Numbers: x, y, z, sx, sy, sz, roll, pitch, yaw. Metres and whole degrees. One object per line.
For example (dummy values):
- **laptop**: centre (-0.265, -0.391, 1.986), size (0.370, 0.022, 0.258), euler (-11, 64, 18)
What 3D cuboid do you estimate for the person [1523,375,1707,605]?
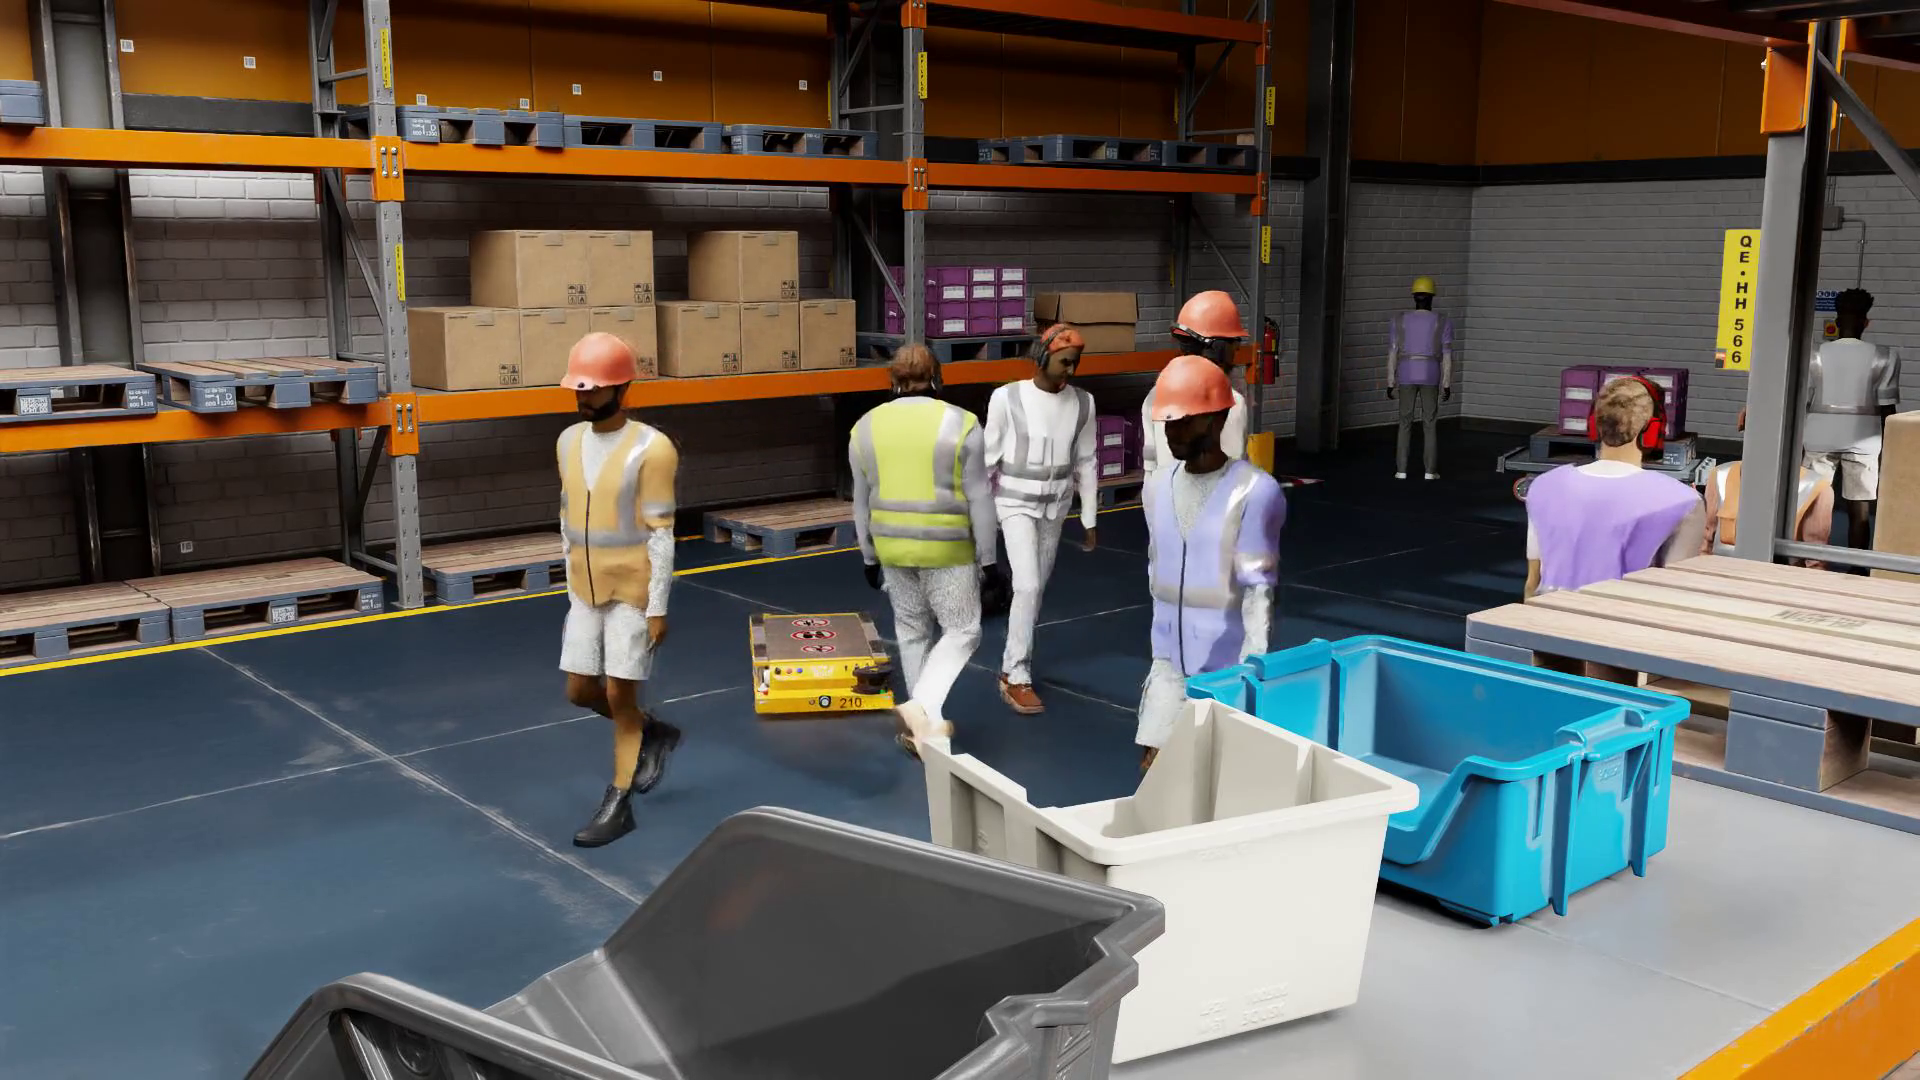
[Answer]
- **person**: centre (1.983, 0.415, 5.156), size (0.390, 1.834, 0.564), euler (-8, 13, -39)

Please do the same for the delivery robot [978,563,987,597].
- **delivery robot**: centre (-0.061, 0.171, 9.830), size (0.477, 0.478, 0.707), euler (4, 11, 22)

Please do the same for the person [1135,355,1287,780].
- **person**: centre (0.845, 0.348, 5.358), size (0.547, 1.904, 0.897), euler (9, 14, 42)

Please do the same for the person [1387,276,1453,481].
- **person**: centre (4.334, -1.515, 15.699), size (0.593, 1.922, 0.383), euler (3, 11, 18)

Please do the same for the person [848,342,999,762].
- **person**: centre (-0.160, 0.062, 7.156), size (0.660, 1.820, 0.691), euler (4, 11, 22)

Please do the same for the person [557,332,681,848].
- **person**: centre (-1.259, 0.171, 6.274), size (0.541, 1.918, 0.576), euler (5, 11, 28)

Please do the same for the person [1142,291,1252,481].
- **person**: centre (1.001, 0.005, 6.856), size (0.374, 2.044, 0.607), euler (-6, 12, -31)

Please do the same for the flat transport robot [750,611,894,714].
- **flat transport robot**: centre (-0.734, 0.596, 8.509), size (0.652, 0.197, 1.431), euler (-1, 10, -8)

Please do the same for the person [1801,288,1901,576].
- **person**: centre (5.534, -0.594, 10.448), size (0.603, 1.958, 0.391), euler (6, 12, 30)

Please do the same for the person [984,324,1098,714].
- **person**: centre (0.382, -0.100, 7.980), size (0.659, 1.845, 0.721), euler (-5, 11, -28)

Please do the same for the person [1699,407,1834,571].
- **person**: centre (3.130, 0.262, 6.544), size (0.309, 1.641, 0.512), euler (-8, 13, -39)
